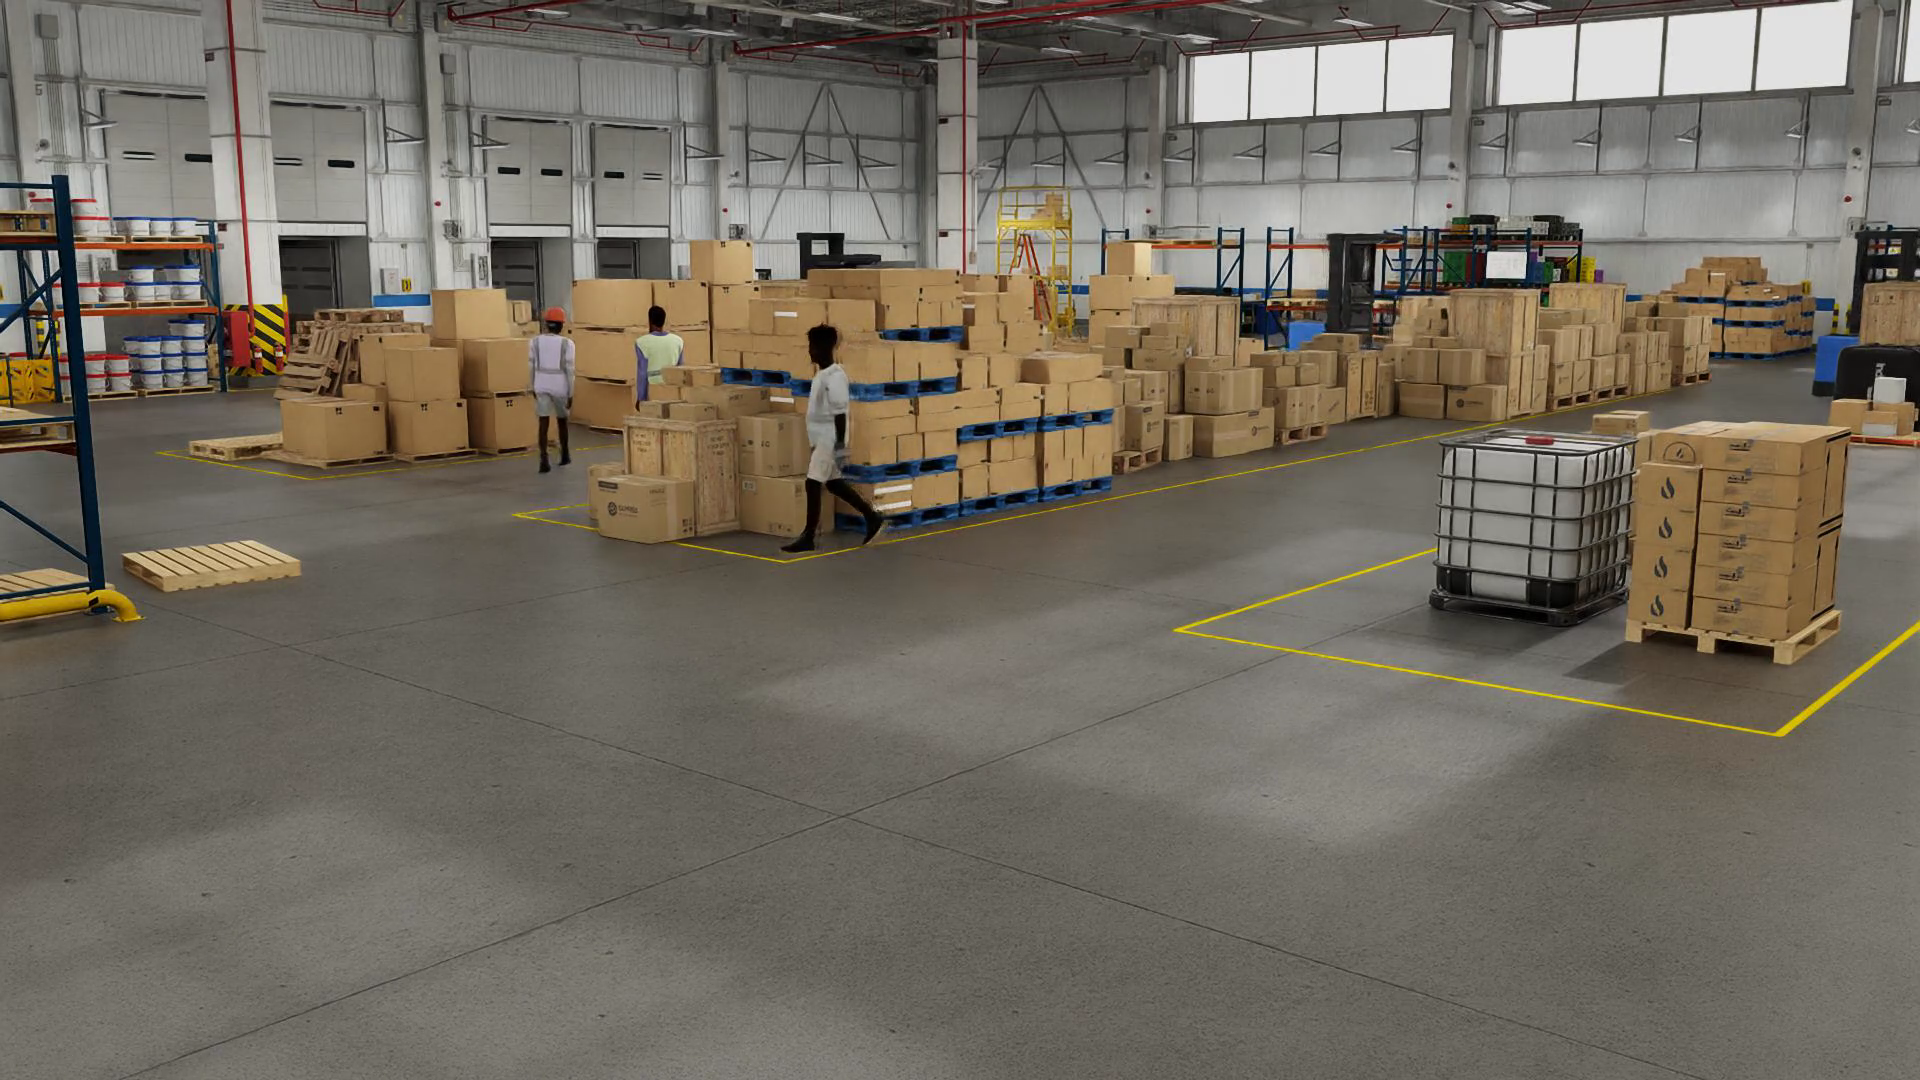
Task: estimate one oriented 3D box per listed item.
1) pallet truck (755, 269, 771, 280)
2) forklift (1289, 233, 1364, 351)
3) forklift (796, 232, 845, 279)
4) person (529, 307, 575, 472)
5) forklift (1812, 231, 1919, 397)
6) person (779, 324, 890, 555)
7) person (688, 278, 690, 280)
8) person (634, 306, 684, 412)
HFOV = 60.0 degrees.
[{"bbox_3d":[-4.996,-6.432,45.525,1.885,1.965,0.823,-6,12,-32],"label":"pallet truck"},{"bbox_3d":[7.501,-4.592,32.538,1.873,2.768,1.129,8,13,40],"label":"forklift"},{"bbox_3d":[-2.550,-4.254,30.610,1.873,2.768,1.129,8,13,40],"label":"forklift"},{"bbox_3d":[-4.695,-1.739,19.161,0.553,1.889,1.019,-1,10,-3],"label":"person"},{"bbox_3d":[15.392,-3.769,27.851,1.873,2.768,1.129,-6,12,-31],"label":"forklift"},{"bbox_3d":[-1.043,-0.845,13.915,0.922,1.935,0.610,-3,10,-16],"label":"person"},{"bbox_3d":[-5.918,-4.778,36.364,0.948,1.909,0.635,-8,13,-37],"label":"person"},{"bbox_3d":[-3.278,-1.599,18.235,0.596,1.916,0.373,-9,13,-41],"label":"person"}]
